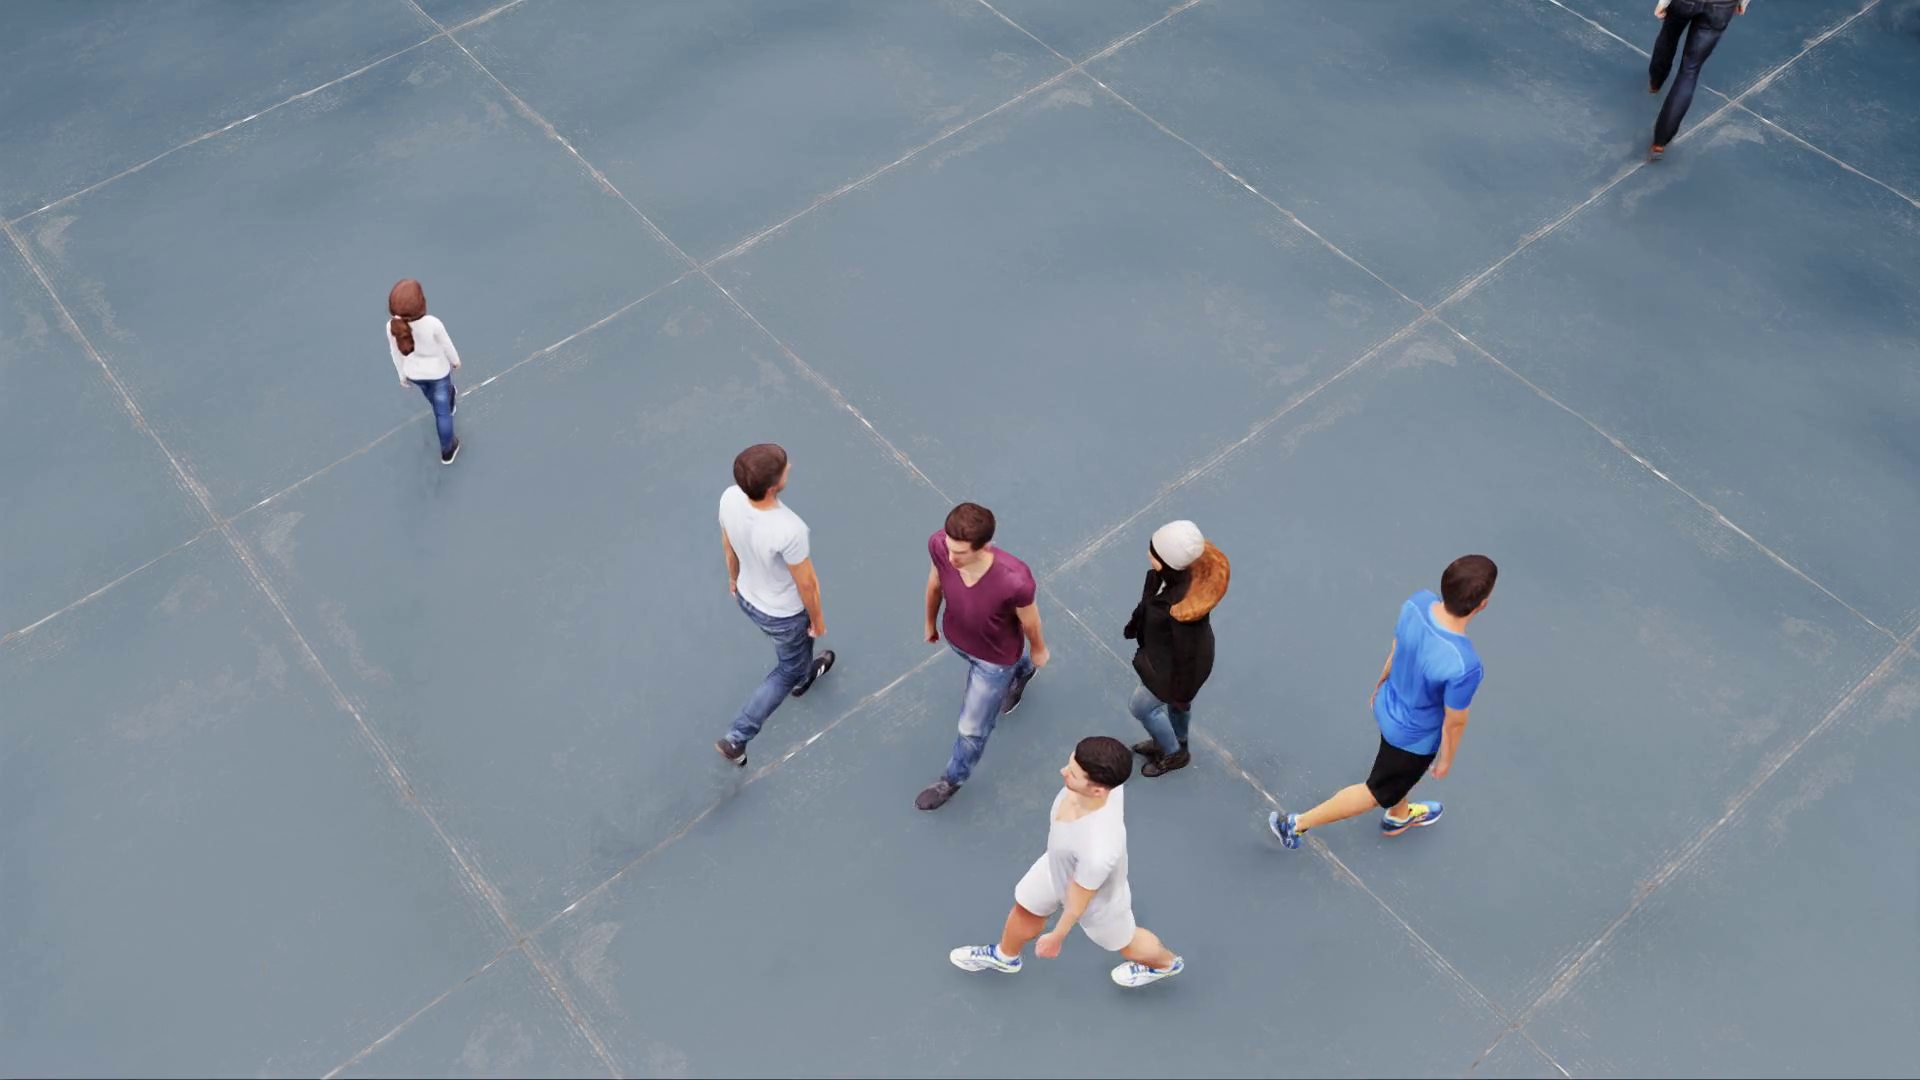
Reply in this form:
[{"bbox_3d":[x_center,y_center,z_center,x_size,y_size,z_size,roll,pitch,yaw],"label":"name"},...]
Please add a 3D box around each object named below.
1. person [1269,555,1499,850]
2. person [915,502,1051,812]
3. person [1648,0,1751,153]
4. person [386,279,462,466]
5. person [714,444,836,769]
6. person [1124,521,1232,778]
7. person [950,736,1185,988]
[{"bbox_3d":[1.747,0.767,6.790,1.195,1.830,0.935,-11,53,-9],"label":"person"},{"bbox_3d":[0.163,0.368,7.117,0.794,1.801,1.204,31,58,22],"label":"person"},{"bbox_3d":[4.407,-3.149,9.859,1.035,1.773,1.292,18,54,14],"label":"person"},{"bbox_3d":[-2.740,-0.839,8.505,0.723,1.086,0.767,1,52,1],"label":"person"},{"bbox_3d":[-0.843,0.315,7.133,0.761,1.842,1.113,33,59,23],"label":"person"},{"bbox_3d":[0.998,0.491,7.136,0.811,1.621,0.749,2,52,2],"label":"person"},{"bbox_3d":[0.583,1.314,6.380,1.314,1.809,1.164,-2,52,-2],"label":"person"}]
